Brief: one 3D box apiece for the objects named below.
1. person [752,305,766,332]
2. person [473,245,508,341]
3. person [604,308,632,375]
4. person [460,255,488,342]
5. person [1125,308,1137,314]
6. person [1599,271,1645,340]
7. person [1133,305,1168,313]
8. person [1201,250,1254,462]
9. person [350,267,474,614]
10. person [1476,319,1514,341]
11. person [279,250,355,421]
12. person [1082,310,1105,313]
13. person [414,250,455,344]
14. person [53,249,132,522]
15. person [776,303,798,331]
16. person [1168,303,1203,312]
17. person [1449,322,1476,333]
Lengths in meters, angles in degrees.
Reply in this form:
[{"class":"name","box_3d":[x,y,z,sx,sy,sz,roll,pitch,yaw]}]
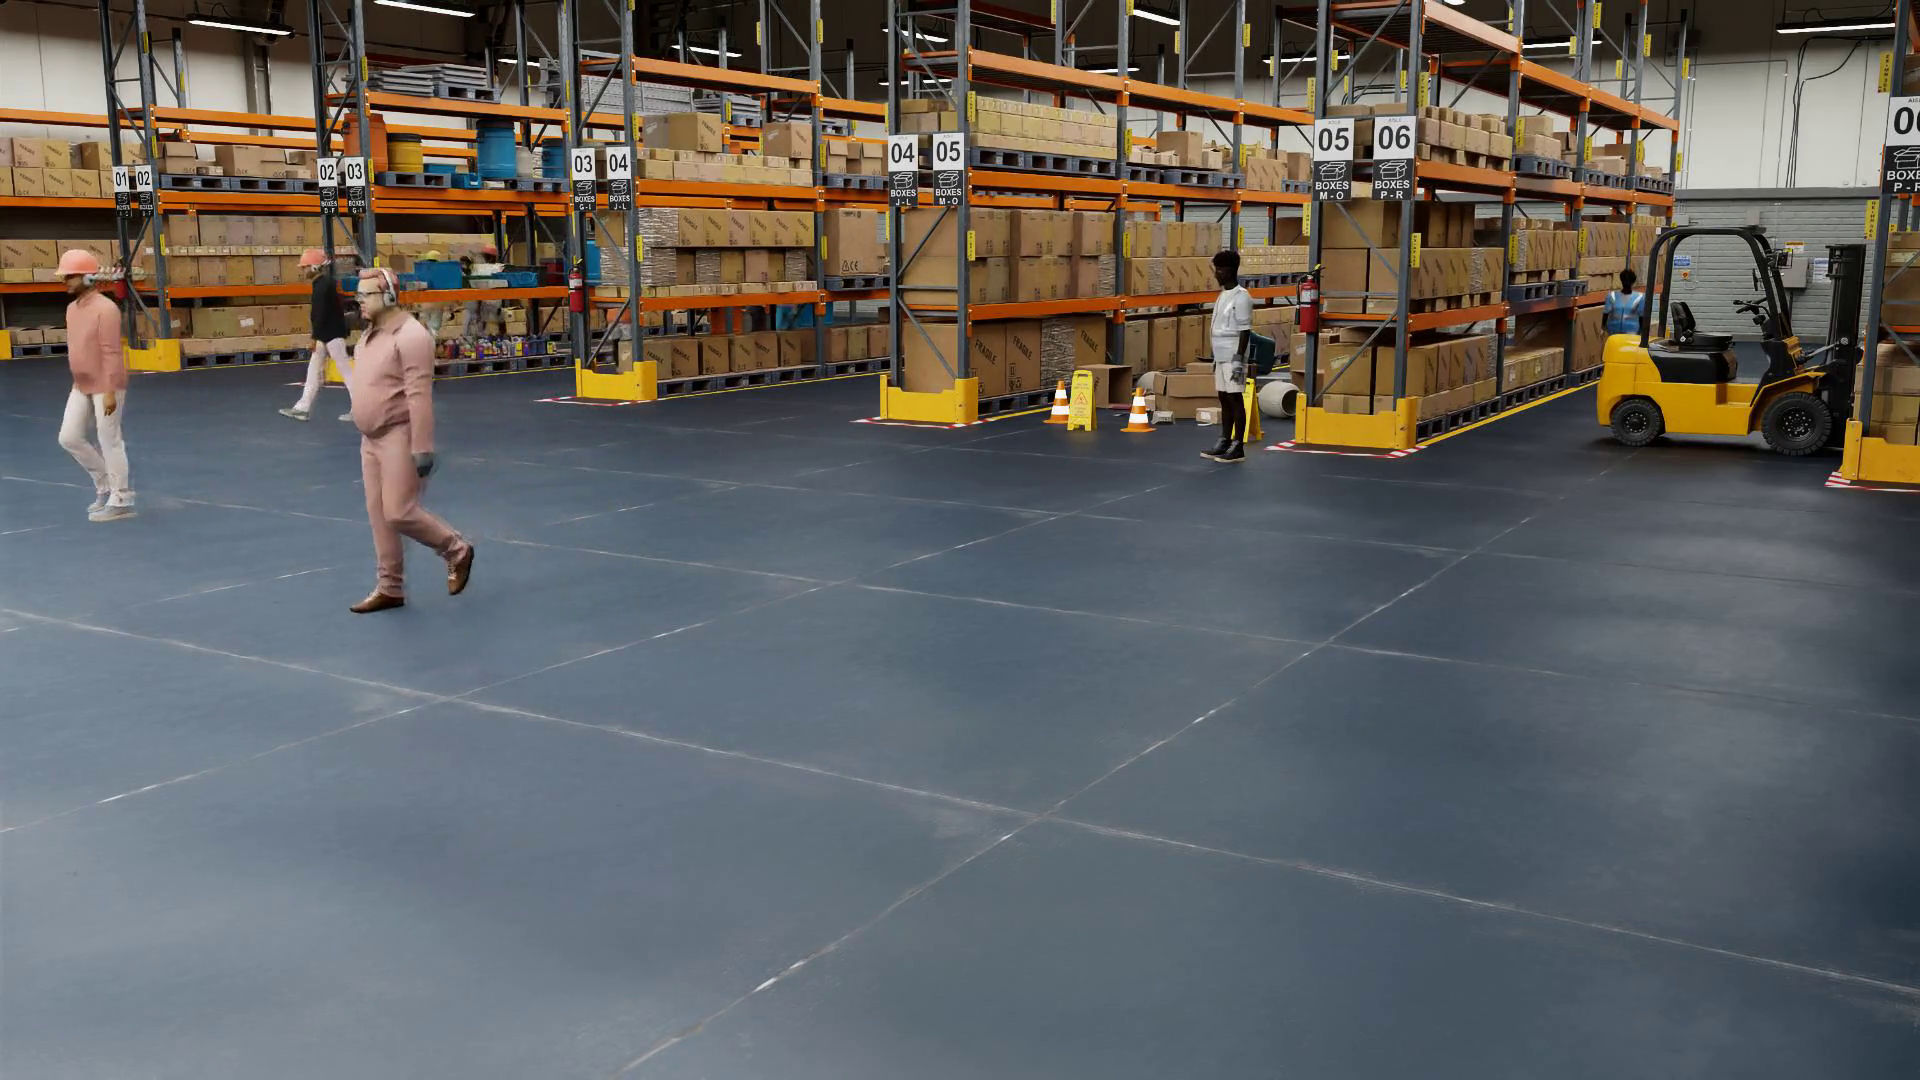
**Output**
[{"class":"person","box_3d":[-3.444,-4.226,29.656,0.634,1.955,1.014,7,12,35]},{"class":"person","box_3d":[-8.188,-4.168,29.176,0.613,1.987,1.041,4,11,20]},{"class":"person","box_3d":[-5.230,-3.379,25.592,0.551,1.684,0.391,1,10,7]},{"class":"person","box_3d":[-8.093,-3.835,27.785,0.512,1.834,0.861,5,11,28]},{"class":"person","box_3d":[3.016,-4.293,30.019,0.544,1.939,0.372,5,11,28]},{"class":"person","box_3d":[8.982,-2.818,22.565,0.548,1.643,0.886,6,12,30]},{"class":"person","box_3d":[3.260,-3.960,28.192,0.647,1.926,0.506,6,12,28]},{"class":"person","box_3d":[2.494,-1.701,15.448,0.379,1.958,0.600,-2,10,-12]},{"class":"person","box_3d":[-3.081,-0.548,9.163,0.664,1.892,0.593,9,14,42]},{"class":"person","box_3d":[11.032,-4.981,34.284,0.970,1.786,0.656,7,12,35]},{"class":"person","box_3d":[-7.246,-2.293,18.810,0.998,1.934,0.621,-6,12,-30]},{"class":"person","box_3d":[2.413,-4.398,30.639,0.586,1.928,0.380,5,11,25]},{"class":"person","box_3d":[-8.712,-3.848,27.646,0.594,1.893,0.772,2,10,13]},{"class":"person","box_3d":[-6.292,-1.108,12.080,0.614,1.979,0.433,6,12,29]},{"class":"person","box_3d":[-3.056,-4.084,29.259,0.555,1.799,0.958,3,11,16]},{"class":"person","box_3d":[4.269,-4.594,31.422,0.688,2.000,1.068,5,11,25]},{"class":"person","box_3d":[9.937,-4.723,32.529,0.641,1.903,0.840,-9,13,-40]}]
